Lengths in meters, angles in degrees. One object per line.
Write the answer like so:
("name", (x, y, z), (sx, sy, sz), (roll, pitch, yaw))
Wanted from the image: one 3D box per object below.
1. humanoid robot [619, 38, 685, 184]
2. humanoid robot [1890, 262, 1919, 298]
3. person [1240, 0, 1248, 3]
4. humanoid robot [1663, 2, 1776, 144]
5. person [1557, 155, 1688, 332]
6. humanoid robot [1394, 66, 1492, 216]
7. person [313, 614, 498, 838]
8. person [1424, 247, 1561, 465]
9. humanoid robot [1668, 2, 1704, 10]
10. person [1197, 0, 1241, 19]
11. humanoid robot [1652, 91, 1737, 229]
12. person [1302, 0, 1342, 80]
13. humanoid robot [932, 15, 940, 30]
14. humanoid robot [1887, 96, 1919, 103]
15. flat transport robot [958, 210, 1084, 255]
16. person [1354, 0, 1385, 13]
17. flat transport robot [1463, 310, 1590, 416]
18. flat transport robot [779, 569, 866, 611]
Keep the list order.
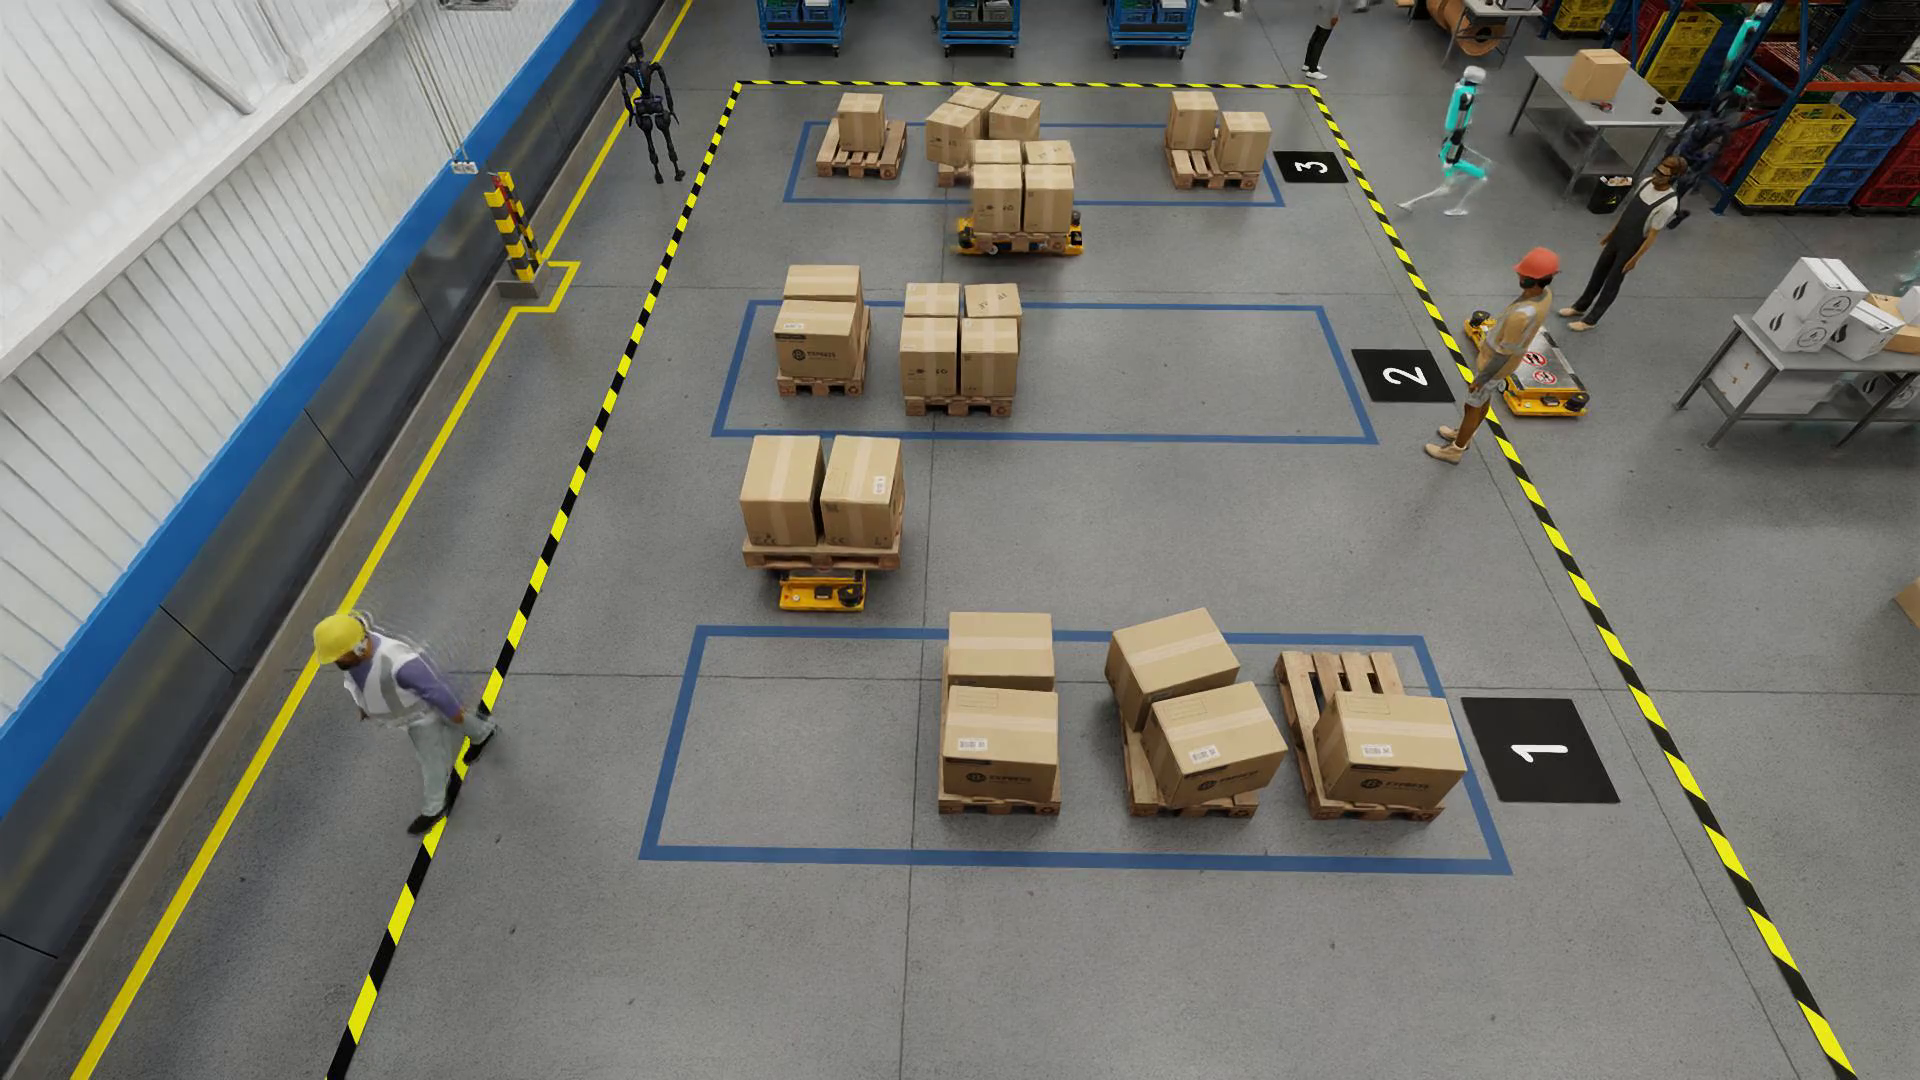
("humanoid robot", (-3.737, -5.168, 11.068), (0.599, 1.653, 0.315), (-7, 50, -6))
("humanoid robot", (9.747, -2.783, 9.010), (0.816, 1.849, 0.529), (10, 50, 8))
("person", (4.892, -9.849, 15.086), (0.486, 1.736, 0.317), (-23, 53, -19))
("humanoid robot", (9.922, -5.790, 11.607), (1.045, 1.760, 0.552), (21, 52, 17))
("person", (6.520, -2.882, 8.994), (0.350, 1.841, 0.507), (-2, 49, -2))
("humanoid robot", (5.742, -4.424, 10.417), (1.039, 1.754, 0.540), (10, 50, 9))
("person", (-3.451, 1.076, 5.591), (0.624, 1.785, 0.900), (19, 52, 16))
("person", (4.444, -1.495, 7.662), (0.394, 2.031, 0.613), (35, 58, 26))
("humanoid robot", (10.724, -7.959, 13.503), (0.777, 1.851, 0.541), (12, 50, 10))
("person", (4.290, -9.410, 14.657), (0.958, 1.813, 0.526), (27, 54, 22))
("humanoid robot", (8.192, -4.216, 10.262), (0.619, 1.624, 0.610), (-15, 51, -12))
("person", (5.310, -7.591, 13.056), (0.386, 1.850, 0.597), (1, 49, 0))
("humanoid robot", (-0.203, -8.838, 14.264), (0.593, 1.640, 0.597), (-14, 51, -12))
("humanoid robot", (13.186, -6.316, 12.035), (0.565, 1.731, 0.953), (-8, 50, -7))
("flat transport robot", (0.696, -3.573, 10.608), (1.431, 0.197, 0.652), (1, 49, 1))
("person", (6.939, -9.515, 14.747), (0.823, 1.807, 0.554), (-14, 51, -12))
("flat transport robot", (5.573, -1.757, 9.054), (0.659, 0.231, 1.431), (1, 49, 1))
("flat transport robot", (-1.067, -0.041, 7.550), (0.652, 0.197, 1.431), (1, 49, 1))
